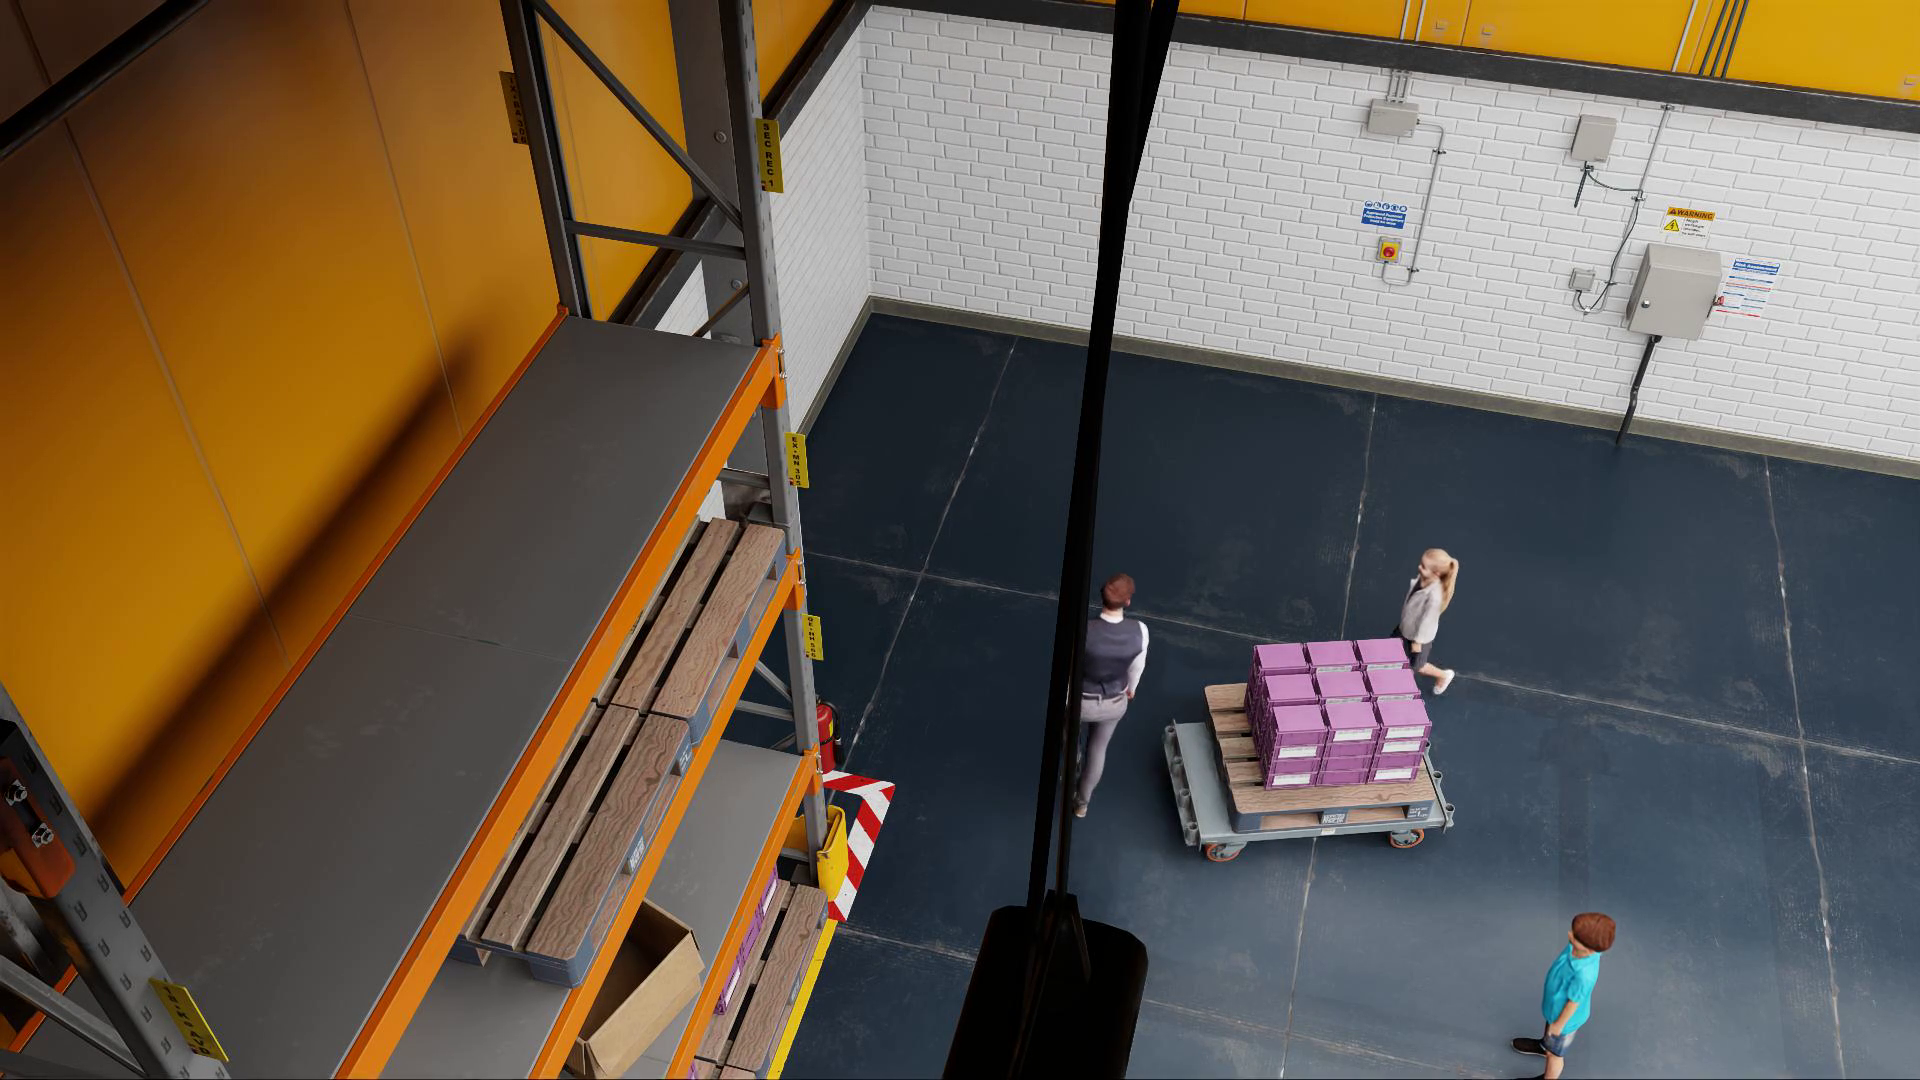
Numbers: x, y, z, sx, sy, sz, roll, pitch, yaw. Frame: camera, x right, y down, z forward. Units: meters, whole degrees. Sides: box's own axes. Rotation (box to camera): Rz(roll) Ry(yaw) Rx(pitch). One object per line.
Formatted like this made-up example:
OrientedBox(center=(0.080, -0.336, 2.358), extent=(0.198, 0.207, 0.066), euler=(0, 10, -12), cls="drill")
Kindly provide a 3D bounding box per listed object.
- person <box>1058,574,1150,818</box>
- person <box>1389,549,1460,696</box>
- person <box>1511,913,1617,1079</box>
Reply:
OrientedBox(center=(0.819, 1.004, 9.831), extent=(0.754, 1.923, 0.727), euler=(-3, 44, -3), cls="person")
OrientedBox(center=(3.023, 0.562, 10.773), extent=(0.697, 1.262, 0.758), euler=(-1, 44, -1), cls="person")
OrientedBox(center=(3.186, 2.409, 8.701), extent=(0.568, 1.447, 0.405), euler=(10, 45, 10), cls="person")
